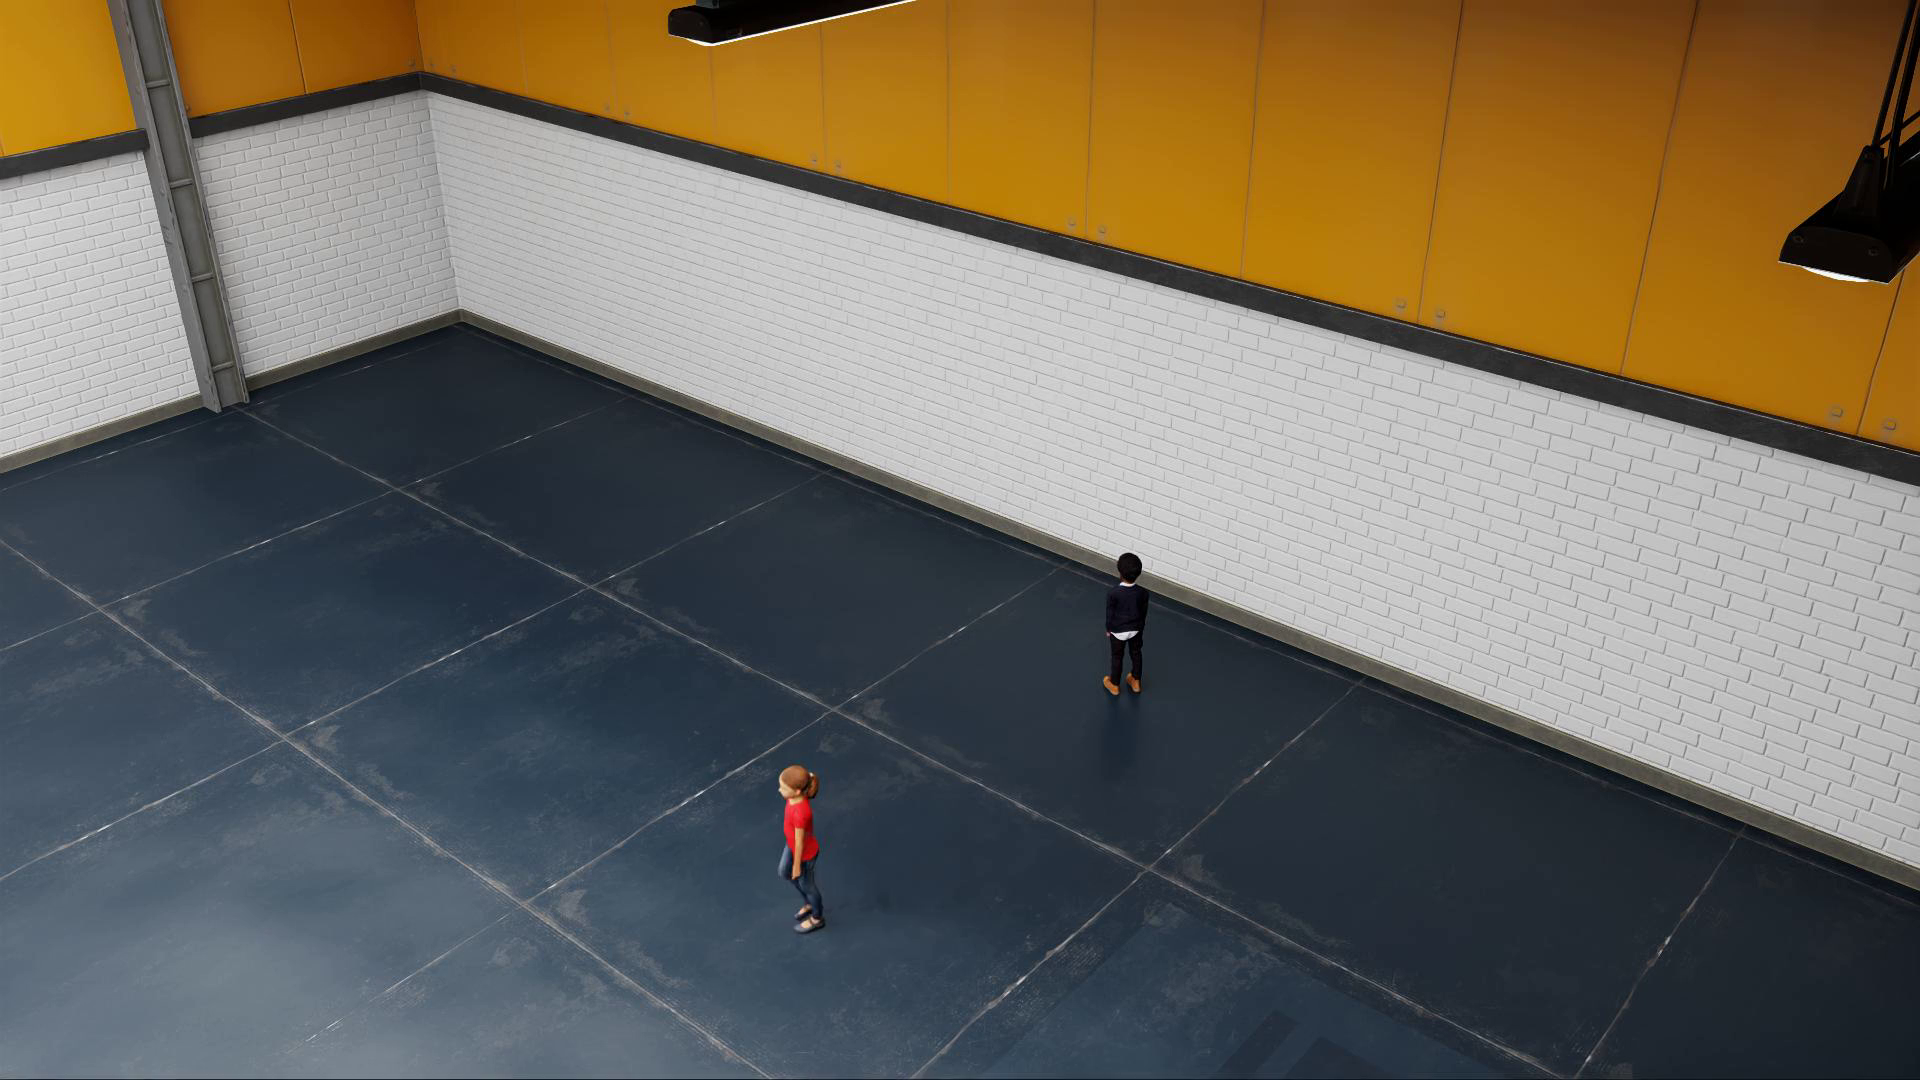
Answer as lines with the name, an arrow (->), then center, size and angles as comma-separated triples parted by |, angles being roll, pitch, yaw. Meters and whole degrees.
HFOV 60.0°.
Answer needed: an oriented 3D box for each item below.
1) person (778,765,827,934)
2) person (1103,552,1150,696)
person -> -0.946, 1.966, 10.641 | 0.625, 1.301, 0.580 | -7, 29, -13
person -> 1.318, 0.662, 13.113 | 0.553, 1.222, 0.632 | -6, 29, -11
